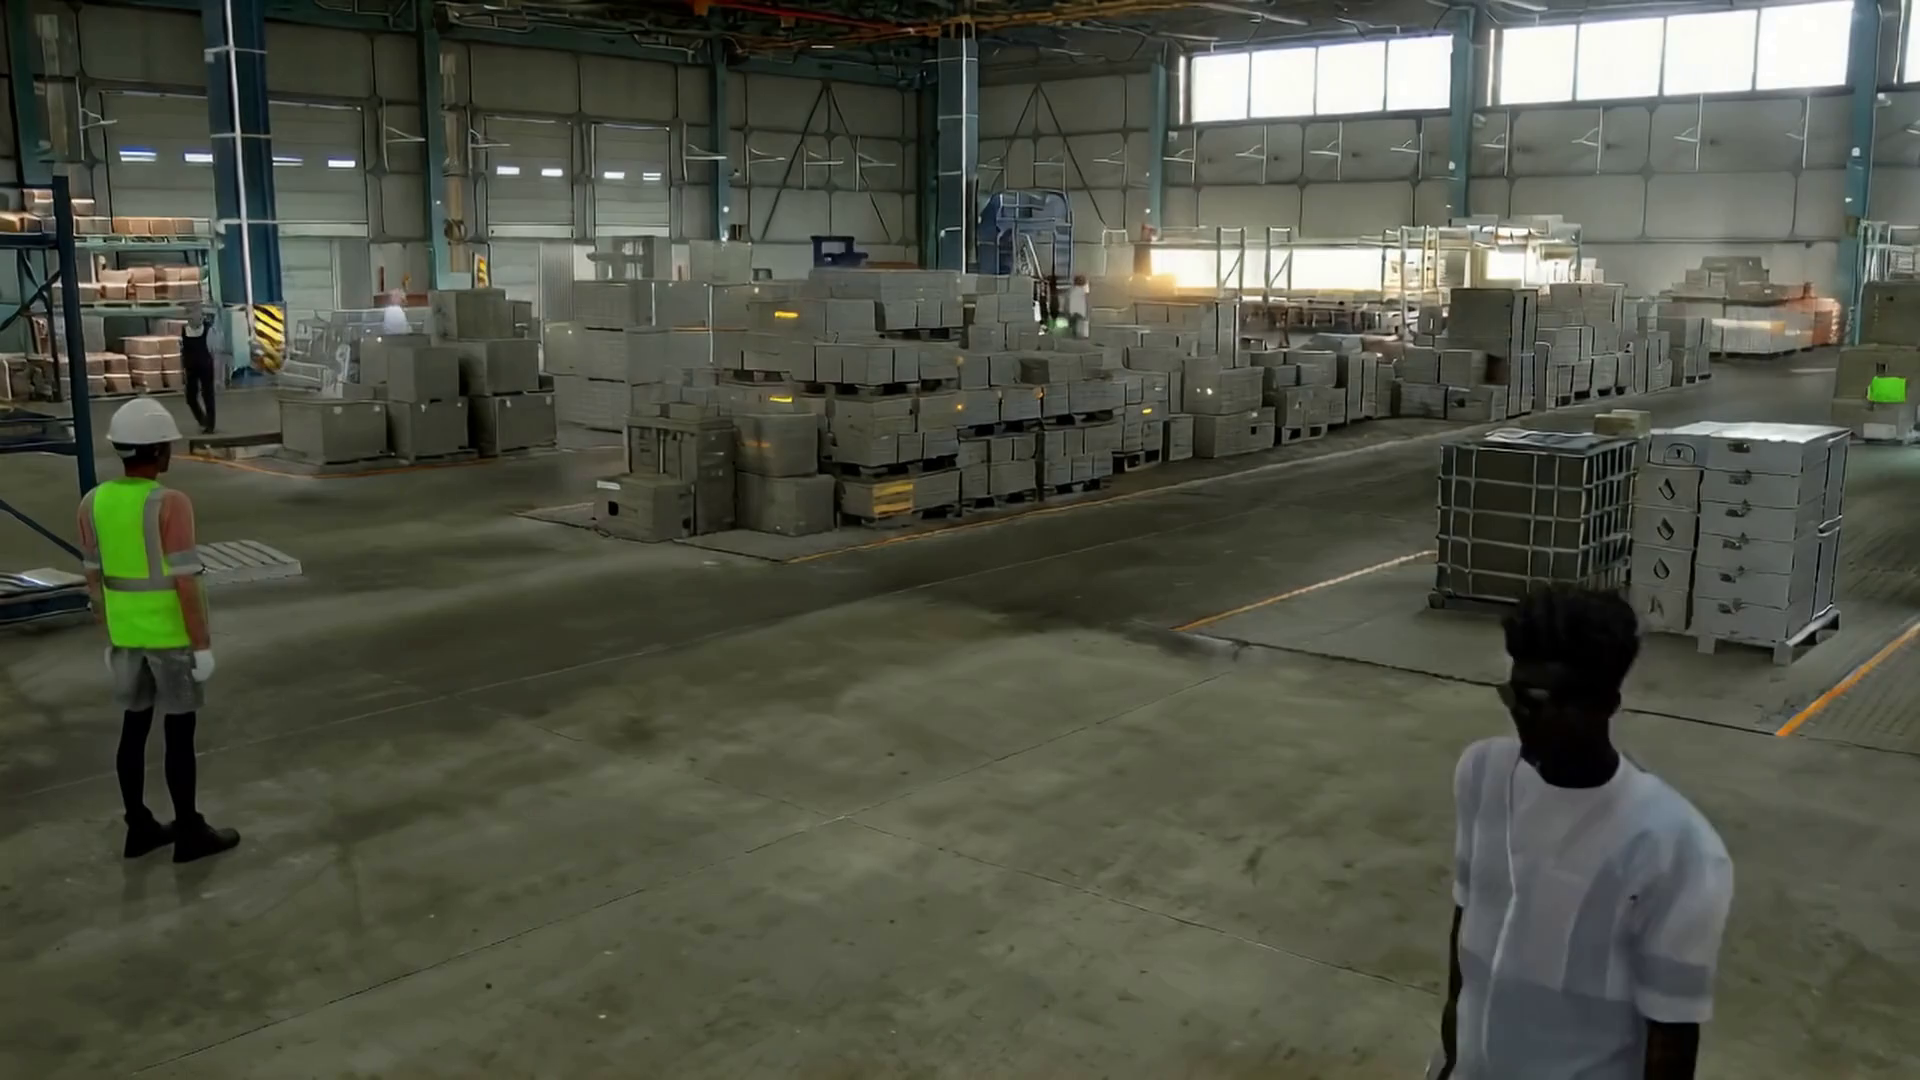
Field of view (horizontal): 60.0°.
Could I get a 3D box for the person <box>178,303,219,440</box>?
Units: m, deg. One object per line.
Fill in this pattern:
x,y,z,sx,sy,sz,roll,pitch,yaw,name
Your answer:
-10.109,-2.235,22.118,0.553,1.825,0.390,0,10,-1,person

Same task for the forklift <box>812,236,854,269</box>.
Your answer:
-2.946,-5.693,38.805,1.129,2.768,1.873,-4,11,-21,forklift

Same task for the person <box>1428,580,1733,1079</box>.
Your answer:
1.104,1.032,3.152,0.419,1.952,0.644,-5,11,-28,person

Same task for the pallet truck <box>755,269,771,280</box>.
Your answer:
-4.996,-6.432,45.525,1.885,1.965,0.823,-6,12,-32,pallet truck

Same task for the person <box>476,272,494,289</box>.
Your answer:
-12.296,-5.962,43.022,0.545,1.939,0.354,3,11,19,person

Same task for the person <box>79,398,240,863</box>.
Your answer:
-3.335,0.379,6.918,0.549,1.937,0.358,3,10,18,person

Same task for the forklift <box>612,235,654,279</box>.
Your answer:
-7.300,-5.450,37.421,1.873,2.768,1.129,8,13,40,forklift

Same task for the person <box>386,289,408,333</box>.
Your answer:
-8.986,-3.026,26.429,0.972,1.905,0.641,-6,11,-29,person

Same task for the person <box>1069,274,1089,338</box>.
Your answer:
2.972,-5.482,40.339,0.804,1.909,0.648,-6,12,-31,person
